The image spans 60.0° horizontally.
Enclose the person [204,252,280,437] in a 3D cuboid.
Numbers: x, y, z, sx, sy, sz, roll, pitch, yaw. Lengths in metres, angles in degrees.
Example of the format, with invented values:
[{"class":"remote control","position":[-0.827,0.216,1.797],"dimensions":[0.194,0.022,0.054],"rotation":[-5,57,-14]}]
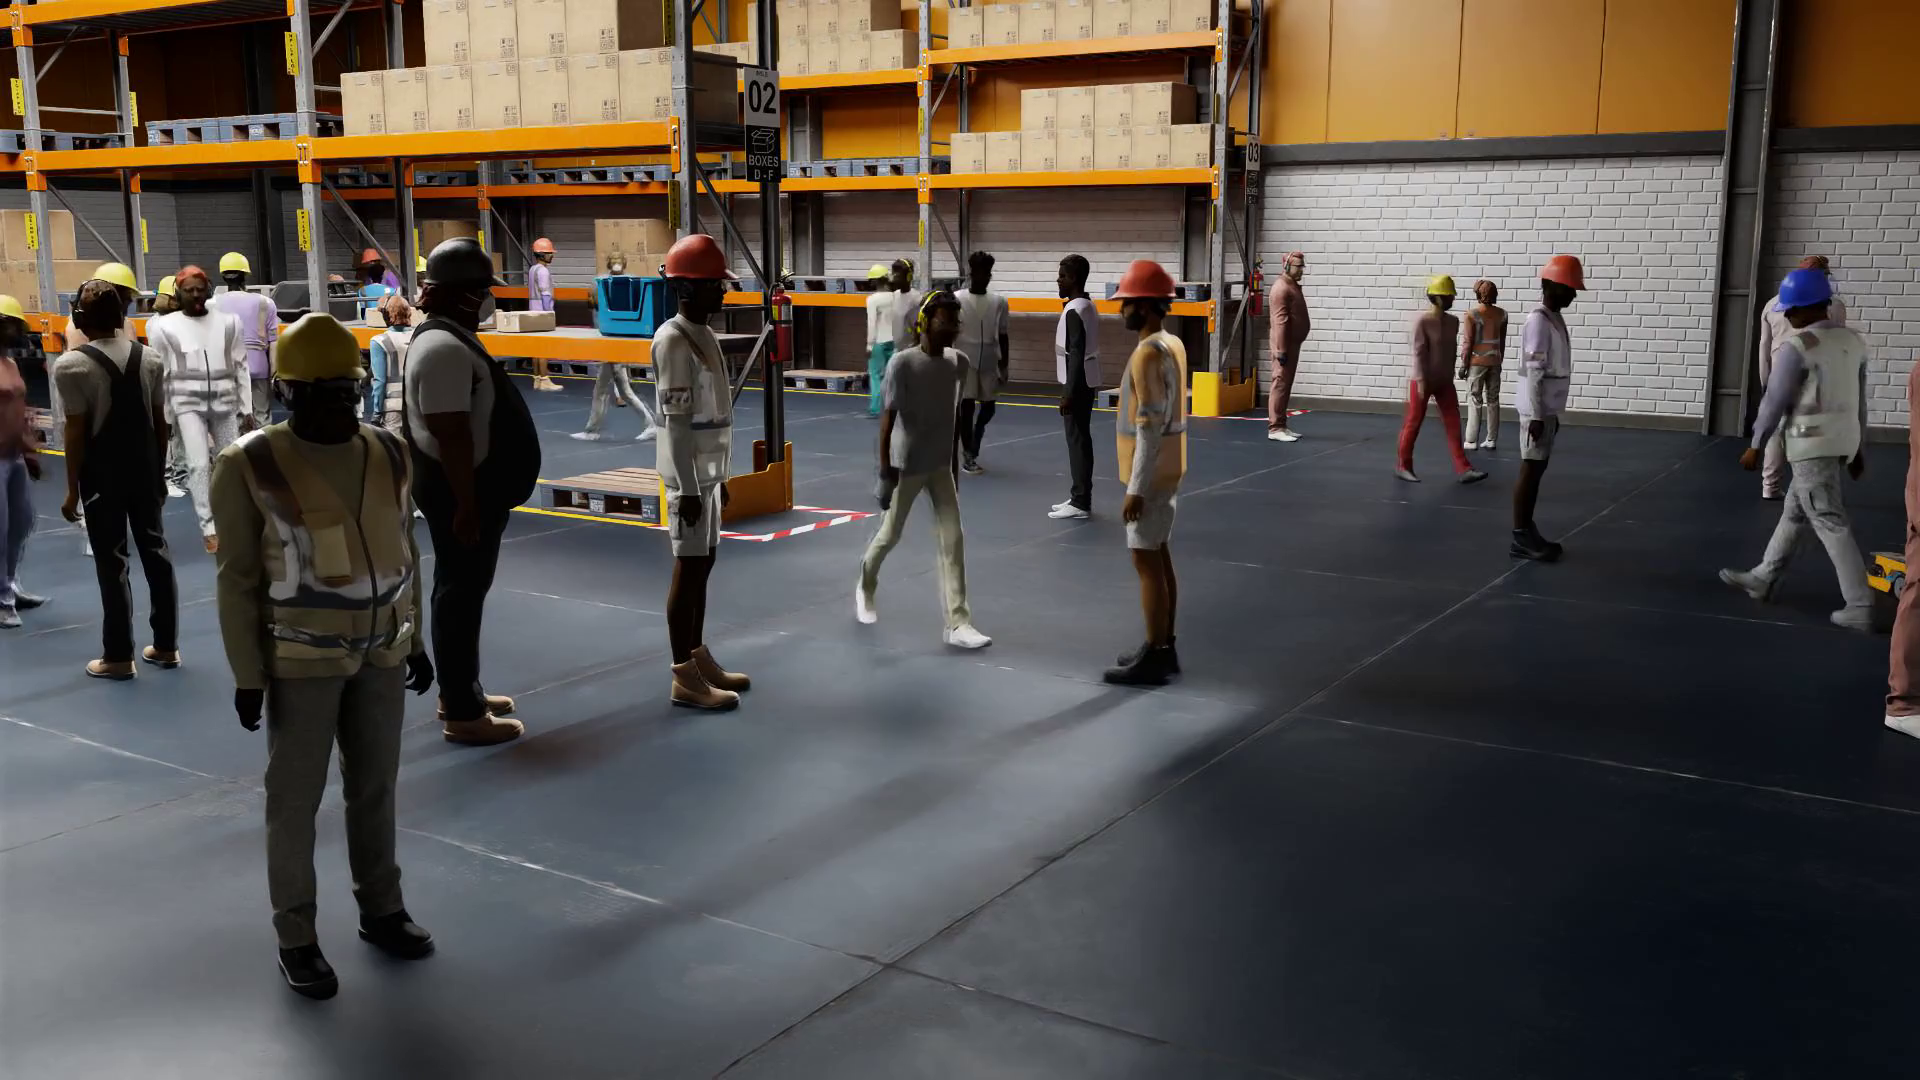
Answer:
[{"class":"person","position":[-5.789,-1.343,13.406],"dimensions":[0.590,1.920,0.388],"rotation":[-6,12,-30]}]

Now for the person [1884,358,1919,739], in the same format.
[{"class":"person","position":[4.067,-0.138,6.768],"dimensions":[0.402,1.906,0.652],"rotation":[9,14,42]}]

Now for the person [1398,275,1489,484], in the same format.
[{"class":"person","position":[3.976,-1.299,13.701],"dimensions":[0.546,1.727,0.875],"rotation":[-5,12,-27]}]

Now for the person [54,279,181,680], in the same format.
[{"class":"person","position":[-3.899,-0.274,7.691],"dimensions":[0.347,1.847,0.505],"rotation":[6,12,32]}]

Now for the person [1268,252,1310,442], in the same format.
[{"class":"person","position":[3.336,-1.953,16.833],"dimensions":[0.400,1.903,0.645],"rotation":[4,11,21]}]

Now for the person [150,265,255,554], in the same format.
[{"class":"person","position":[-4.962,-0.864,10.901],"dimensions":[0.584,1.864,0.642],"rotation":[-7,13,-36]}]

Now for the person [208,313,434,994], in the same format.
[{"class":"person","position":[-1.708,0.299,4.554],"dimensions":[0.404,1.830,0.599],"rotation":[8,13,37]}]

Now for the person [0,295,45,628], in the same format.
[{"class":"person","position":[-5.103,-0.418,8.826],"dimensions":[0.350,1.729,0.633],"rotation":[-1,10,-4]}]

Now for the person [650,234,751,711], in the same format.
[{"class":"person","position":[-1.124,-0.291,7.238],"dimensions":[0.372,2.044,0.608],"rotation":[1,10,3]}]

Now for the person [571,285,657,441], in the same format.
[{"class":"person","position":[-3.482,-1.778,16.766],"dimensions":[0.864,1.574,0.554],"rotation":[0,10,-1]}]

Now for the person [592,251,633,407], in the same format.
[{"class":"person","position":[-4.194,-2.606,20.515],"dimensions":[0.644,1.891,1.005],"rotation":[-3,11,-17]}]

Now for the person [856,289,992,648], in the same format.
[{"class":"person","position":[-0.233,-0.386,8.485],"dimensions":[0.542,1.803,1.060],"rotation":[-7,12,-34]}]

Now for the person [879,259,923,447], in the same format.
[{"class":"person","position":[-0.558,-1.776,16.009],"dimensions":[0.550,1.843,0.545],"rotation":[-7,12,-34]}]

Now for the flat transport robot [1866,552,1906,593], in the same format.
[{"class":"flat transport robot","position":[5.588,0.278,8.995],"dimensions":[0.652,0.197,1.431],"rotation":[0,10,-1]}]

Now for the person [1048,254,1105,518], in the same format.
[{"class":"person","position":[0.854,-1.114,12.141],"dimensions":[0.391,1.920,0.593],"rotation":[2,10,10]}]

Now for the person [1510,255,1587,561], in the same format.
[{"class":"person","position":[3.741,-0.838,10.584],"dimensions":[0.385,1.927,0.548],"rotation":[6,12,29]}]

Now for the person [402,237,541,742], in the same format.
[{"class":"person","position":[-1.987,-0.214,6.814],"dimensions":[0.536,2.000,0.688],"rotation":[-3,11,-18]}]

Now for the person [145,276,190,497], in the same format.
[{"class":"person","position":[-6.224,-1.222,13.231],"dimensions":[0.313,1.741,0.487],"rotation":[2,10,12]}]

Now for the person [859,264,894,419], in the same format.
[{"class":"person","position":[-0.899,-2.236,18.818],"dimensions":[0.340,1.769,0.528],"rotation":[7,13,35]}]

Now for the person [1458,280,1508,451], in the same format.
[{"class":"person","position":[5.043,-1.679,16.043],"dimensions":[0.513,1.641,0.307],"rotation":[-5,11,-24]}]

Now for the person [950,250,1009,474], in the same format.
[{"class":"person","position":[0.110,-1.568,14.599],"dimensions":[0.642,1.939,0.661],"rotation":[-3,11,-18]}]

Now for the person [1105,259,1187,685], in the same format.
[{"class":"person","position":[0.841,-0.303,7.598],"dimensions":[0.370,1.935,0.550],"rotation":[3,11,18]}]

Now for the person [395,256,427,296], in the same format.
[{"class":"person","position":[-6.226,-2.361,19.287],"dimensions":[0.404,1.831,0.600],"rotation":[9,14,42]}]

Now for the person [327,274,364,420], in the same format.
[{"class":"person","position":[-6.945,-2.151,18.661],"dimensions":[0.513,1.641,0.309],"rotation":[-8,13,-39]}]

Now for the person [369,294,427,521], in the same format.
[{"class":"person","position":[-3.979,-0.922,11.852],"dimensions":[0.307,1.639,0.525],"rotation":[5,11,27]}]

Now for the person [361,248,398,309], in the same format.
[{"class":"person","position":[-8.209,-3.175,23.603],"dimensions":[0.560,1.893,0.782],"rotation":[7,12,33]}]

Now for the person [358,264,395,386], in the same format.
[{"class":"person","position":[-8.043,-2.972,23.052],"dimensions":[0.541,1.695,0.315],"rotation":[-1,10,-4]}]

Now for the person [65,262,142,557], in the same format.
[{"class":"person","position":[-5.586,-0.845,10.770],"dimensions":[0.577,1.884,0.638],"rotation":[2,10,11]}]

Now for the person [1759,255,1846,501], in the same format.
[{"class":"person","position":[6.497,-1.227,12.806],"dimensions":[0.403,1.904,0.651],"rotation":[-7,12,-35]}]

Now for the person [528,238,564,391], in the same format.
[{"class":"person","position":[-5.586,-3.019,22.353],"dimensions":[0.396,2.044,0.609],"rotation":[-6,12,-29]}]

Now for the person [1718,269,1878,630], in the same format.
[{"class":"person","position":[4.530,-0.496,8.858],"dimensions":[0.626,1.872,1.013],"rotation":[-6,12,-31]}]
